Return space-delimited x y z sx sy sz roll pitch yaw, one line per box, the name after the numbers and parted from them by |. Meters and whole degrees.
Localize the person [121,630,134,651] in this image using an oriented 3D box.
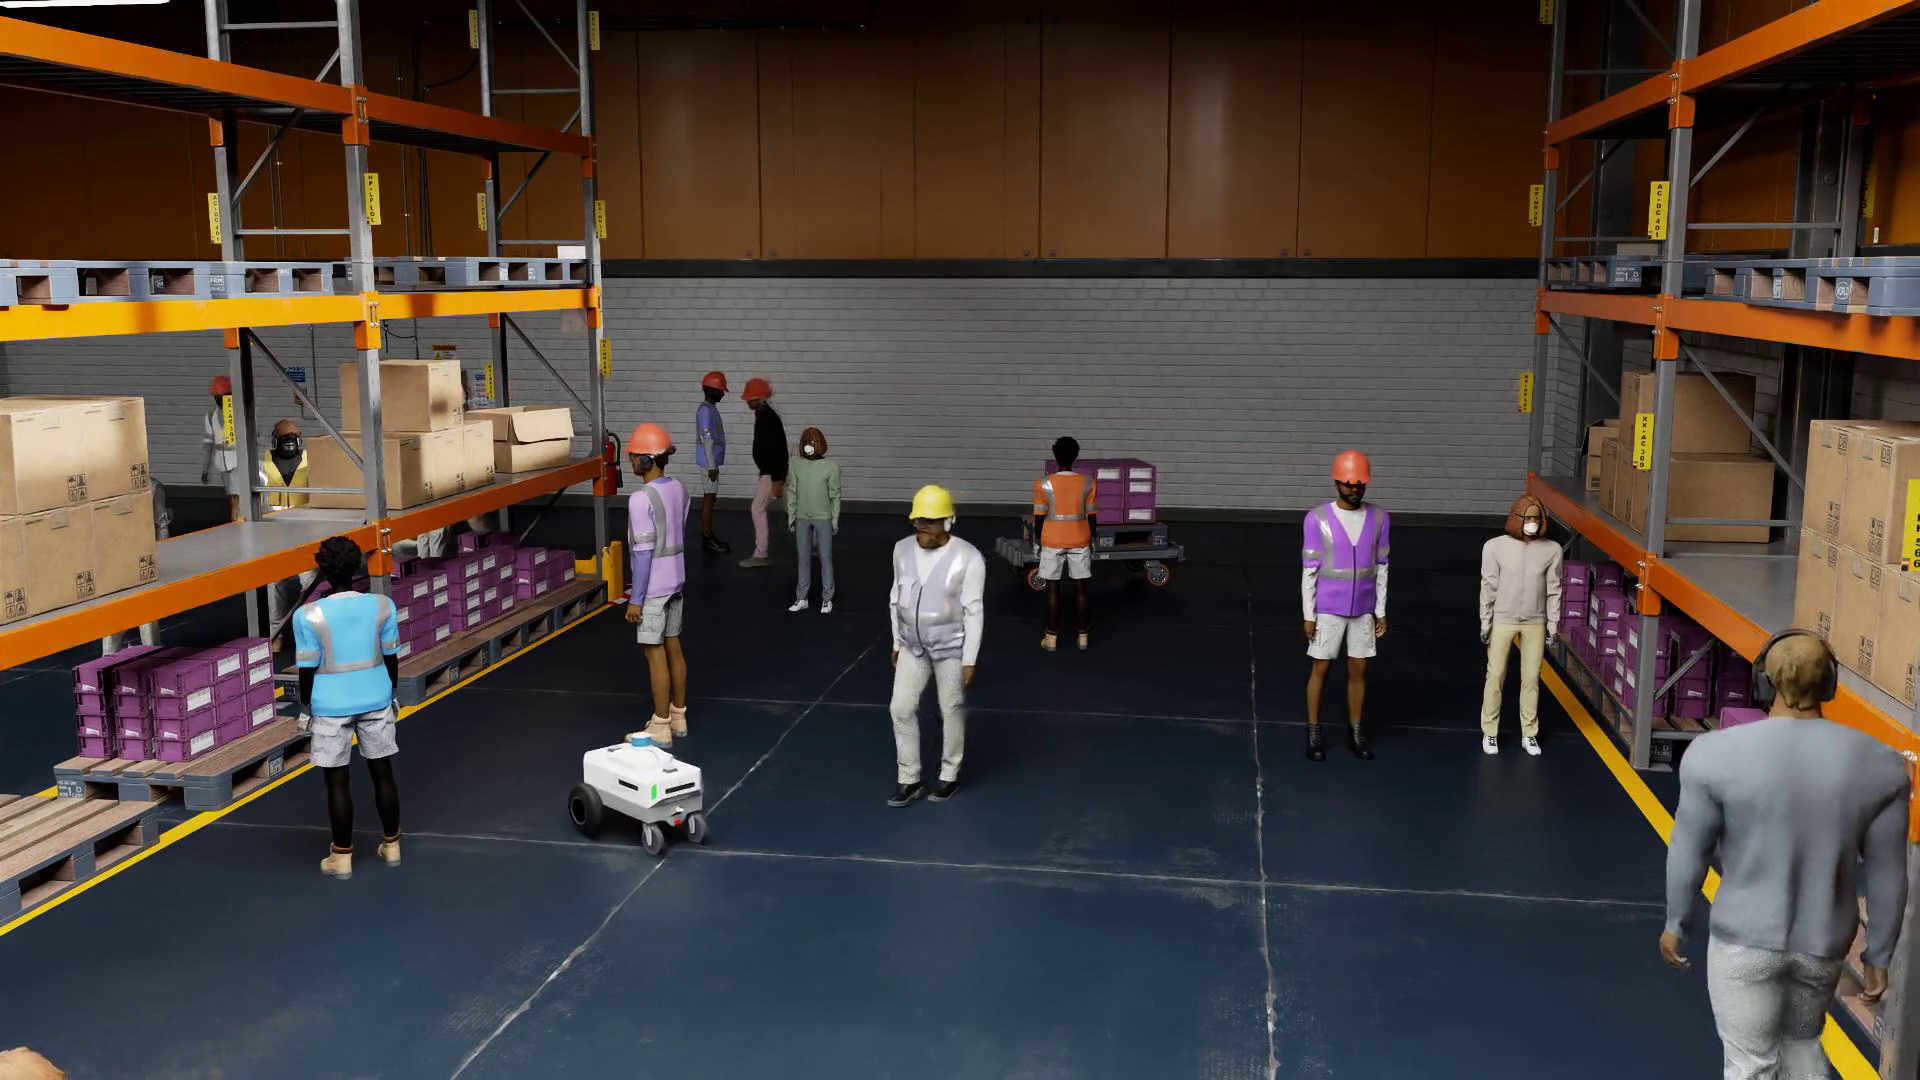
-6.382 0.001 12.655 0.402 1.906 0.652 -4 10 -25 | person

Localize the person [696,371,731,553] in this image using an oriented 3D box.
-2.623 -0.827 17.698 0.372 1.928 0.543 -1 9 -8 | person

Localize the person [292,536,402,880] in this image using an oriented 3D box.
-3.021 0.821 8.237 0.540 1.697 0.317 -8 12 -42 | person

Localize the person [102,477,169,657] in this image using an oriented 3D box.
-6.037 0.142 12.013 0.600 1.831 0.404 -3 10 -19 | person

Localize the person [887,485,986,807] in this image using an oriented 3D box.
-0.182 0.603 9.217 0.627 1.810 0.641 5 10 27 | person

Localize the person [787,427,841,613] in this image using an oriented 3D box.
-1.282 -0.173 14.570 0.497 1.633 0.283 3 10 17 | person

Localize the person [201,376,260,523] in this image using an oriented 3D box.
-7.691 -0.800 17.650 0.559 1.897 0.966 2 9 13 | person

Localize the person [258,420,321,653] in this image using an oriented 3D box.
-5.258 -0.031 13.090 0.625 1.836 0.428 -4 10 -21 | person

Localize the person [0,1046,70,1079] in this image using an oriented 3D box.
-1.696 1.698 3.023 0.471 1.617 0.512 -7 12 -39 | person

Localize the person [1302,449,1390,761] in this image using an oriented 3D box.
2.350 0.405 10.108 0.546 1.927 0.406 -1 9 -7 | person

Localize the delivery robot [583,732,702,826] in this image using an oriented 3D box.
-1.674 1.259 8.766 0.477 0.478 0.707 -9 13 -44 | delivery robot

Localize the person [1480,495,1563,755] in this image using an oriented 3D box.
3.457 0.526 10.285 0.497 1.629 0.277 1 9 4 | person

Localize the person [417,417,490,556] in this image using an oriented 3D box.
-4.969 -0.587 16.184 1.044 1.934 0.627 -9 13 -43 | person

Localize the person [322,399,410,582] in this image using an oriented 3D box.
-5.579 -0.463 15.604 0.619 1.887 0.956 7 12 37 | person

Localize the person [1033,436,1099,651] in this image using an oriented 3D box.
0.828 0.031 13.115 0.540 1.695 0.317 -2 9 -10 | person

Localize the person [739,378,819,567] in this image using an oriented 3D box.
-1.788 -0.701 16.949 0.920 1.935 0.658 -2 9 -10 | person

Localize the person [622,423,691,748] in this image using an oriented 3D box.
-1.923 0.285 10.471 0.365 2.048 0.608 3 10 15 | person

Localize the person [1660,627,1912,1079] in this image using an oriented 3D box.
2.502 1.219 5.091 0.640 1.923 0.469 1 9 6 | person

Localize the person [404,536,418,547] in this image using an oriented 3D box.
-6.069 -0.850 18.102 0.430 1.843 0.626 -1 9 -5 | person

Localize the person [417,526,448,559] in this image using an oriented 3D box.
-4.797 -0.397 15.188 0.356 1.883 0.572 -8 12 -41 | person
